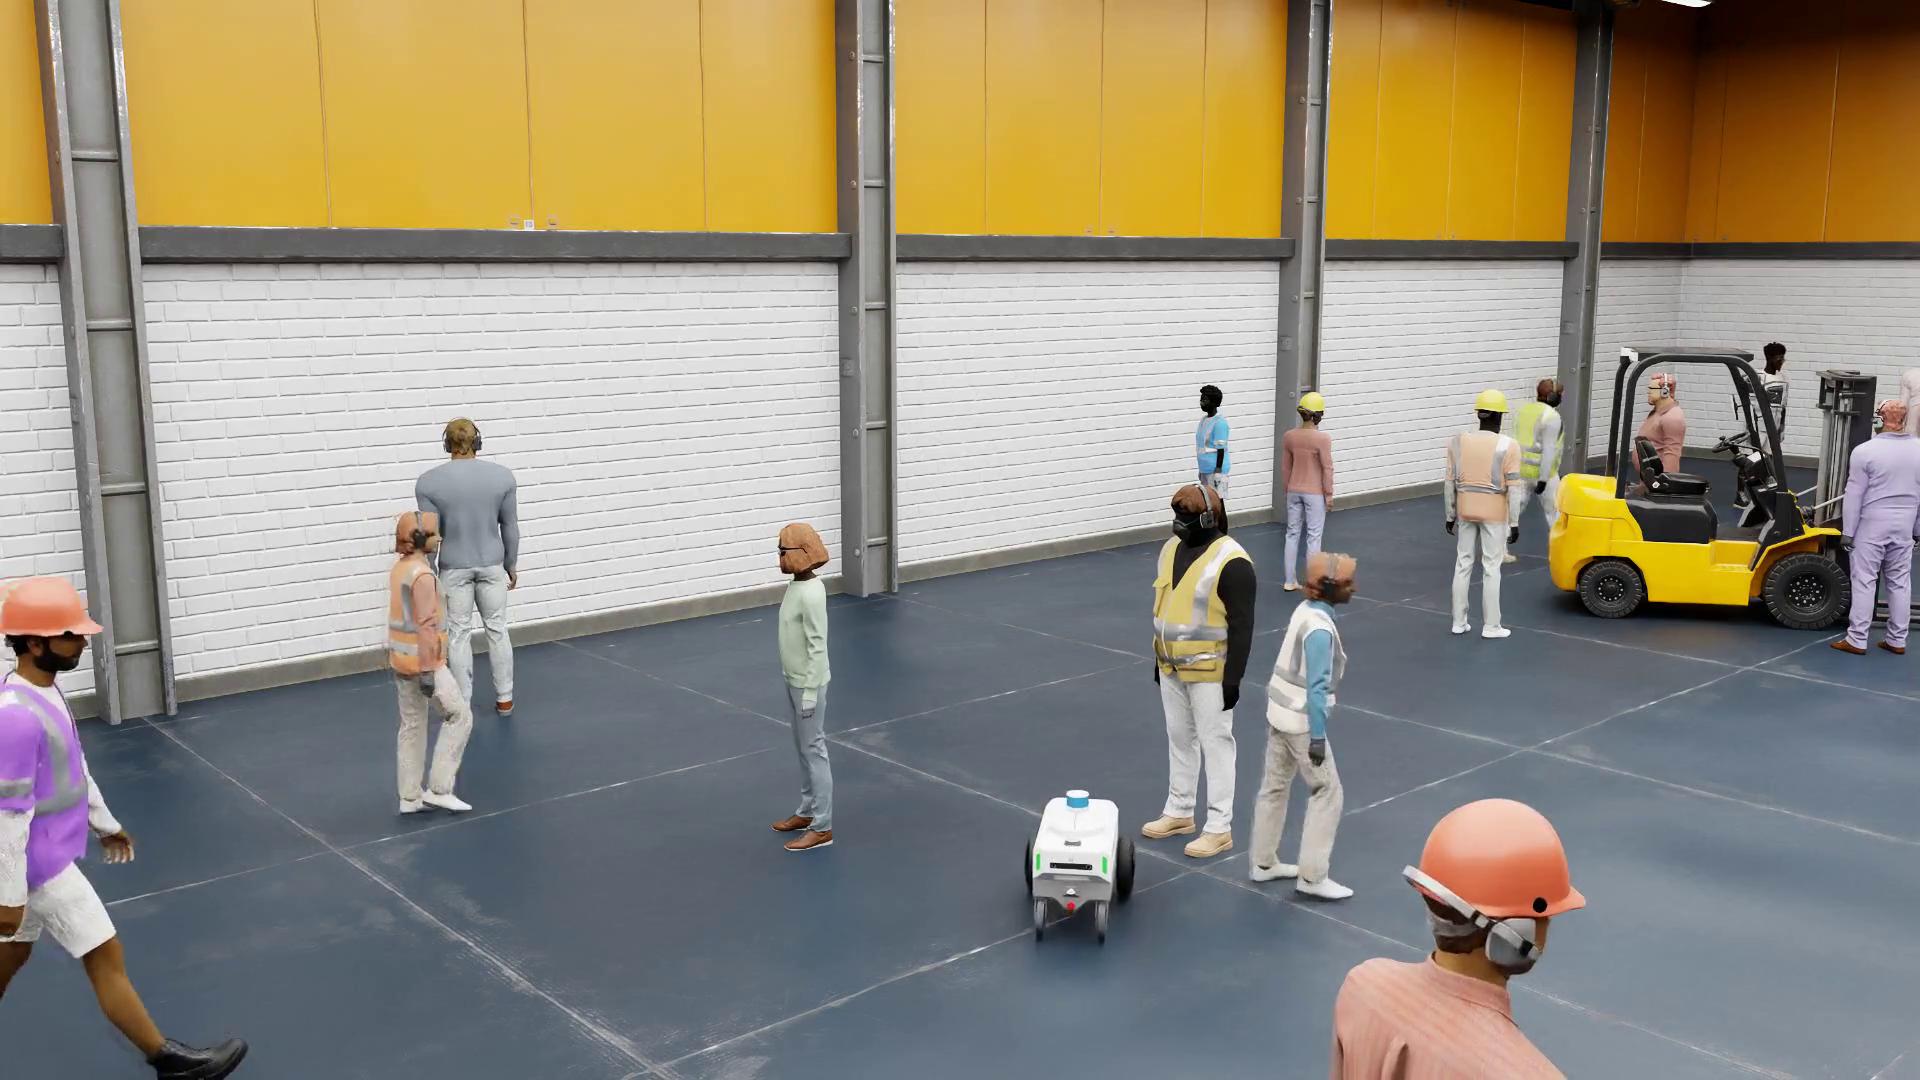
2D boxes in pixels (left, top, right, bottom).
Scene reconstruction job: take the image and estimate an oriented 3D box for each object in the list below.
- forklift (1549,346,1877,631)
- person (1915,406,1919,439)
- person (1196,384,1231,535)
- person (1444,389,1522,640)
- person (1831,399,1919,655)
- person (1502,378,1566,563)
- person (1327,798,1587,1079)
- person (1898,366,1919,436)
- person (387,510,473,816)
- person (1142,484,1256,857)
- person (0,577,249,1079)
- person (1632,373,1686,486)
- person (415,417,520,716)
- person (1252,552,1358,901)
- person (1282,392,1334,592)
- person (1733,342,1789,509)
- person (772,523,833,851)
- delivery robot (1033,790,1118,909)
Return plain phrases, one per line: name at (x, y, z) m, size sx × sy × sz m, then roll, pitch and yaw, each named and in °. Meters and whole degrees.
forklift at (6.109, -0.478, 13.691) m, size 2.313 × 2.155 × 1.214 m, roll 3°, pitch 10°, yaw 16°
person at (10.004, -0.835, 17.067) m, size 0.723 × 1.744 × 0.524 m, roll -7°, pitch 12°, yaw -34°
person at (2.484, -0.685, 16.383) m, size 0.321 × 1.691 × 0.537 m, roll -2°, pitch 10°, yaw -13°
person at (4.038, -0.198, 12.834) m, size 0.595 × 1.923 × 0.373 m, roll 8°, pitch 13°, yaw 40°
person at (6.813, -0.092, 12.303) m, size 0.645 × 1.899 × 0.403 m, roll -1°, pitch 10°, yaw -6°
person at (5.528, -0.651, 15.910) m, size 0.957 × 1.797 × 0.628 m, roll -3°, pitch 10°, yaw -18°
person at (0.913, 1.439, 3.052) m, size 0.402 × 1.990 × 0.622 m, roll -4°, pitch 10°, yaw -22°
person at (11.524, -1.388, 19.839) m, size 0.651 × 1.913 × 0.410 m, roll 4°, pitch 10°, yaw 22°
person at (-2.776, 0.649, 8.738) m, size 0.472 × 1.619 × 0.551 m, roll -7°, pitch 12°, yaw -34°
person at (1.161, 0.633, 8.214) m, size 0.429 × 1.841 × 0.633 m, roll -6°, pitch 11°, yaw -31°
person at (-3.058, 1.050, 5.663) m, size 1.009 × 1.880 × 0.565 m, roll -5°, pitch 11°, yaw -25°
person at (6.220, -0.538, 14.883) m, size 0.410 × 1.909 × 0.643 m, roll 1°, pitch 10°, yaw 8°
person at (-3.107, 0.187, 10.553) m, size 0.627 × 1.936 × 0.375 m, roll -5°, pitch 11°, yaw -25°
person at (1.599, 0.848, 7.617) m, size 0.486 × 1.608 × 0.514 m, roll 1°, pitch 10°, yaw 3°
person at (3.034, -0.401, 14.488) m, size 0.314 × 1.769 × 0.523 m, roll -8°, pitch 13°, yaw -41°
person at (9.368, -1.324, 19.349) m, size 0.608 × 1.954 × 0.399 m, roll -3°, pitch 10°, yaw -18°
person at (-0.787, 0.721, 8.305) m, size 0.277 × 1.633 × 0.507 m, roll -3°, pitch 10°, yaw -17°
delivery robot at (0.523, 1.363, 7.432) m, size 0.477 × 0.478 × 0.707 m, roll 1°, pitch 10°, yaw 8°
